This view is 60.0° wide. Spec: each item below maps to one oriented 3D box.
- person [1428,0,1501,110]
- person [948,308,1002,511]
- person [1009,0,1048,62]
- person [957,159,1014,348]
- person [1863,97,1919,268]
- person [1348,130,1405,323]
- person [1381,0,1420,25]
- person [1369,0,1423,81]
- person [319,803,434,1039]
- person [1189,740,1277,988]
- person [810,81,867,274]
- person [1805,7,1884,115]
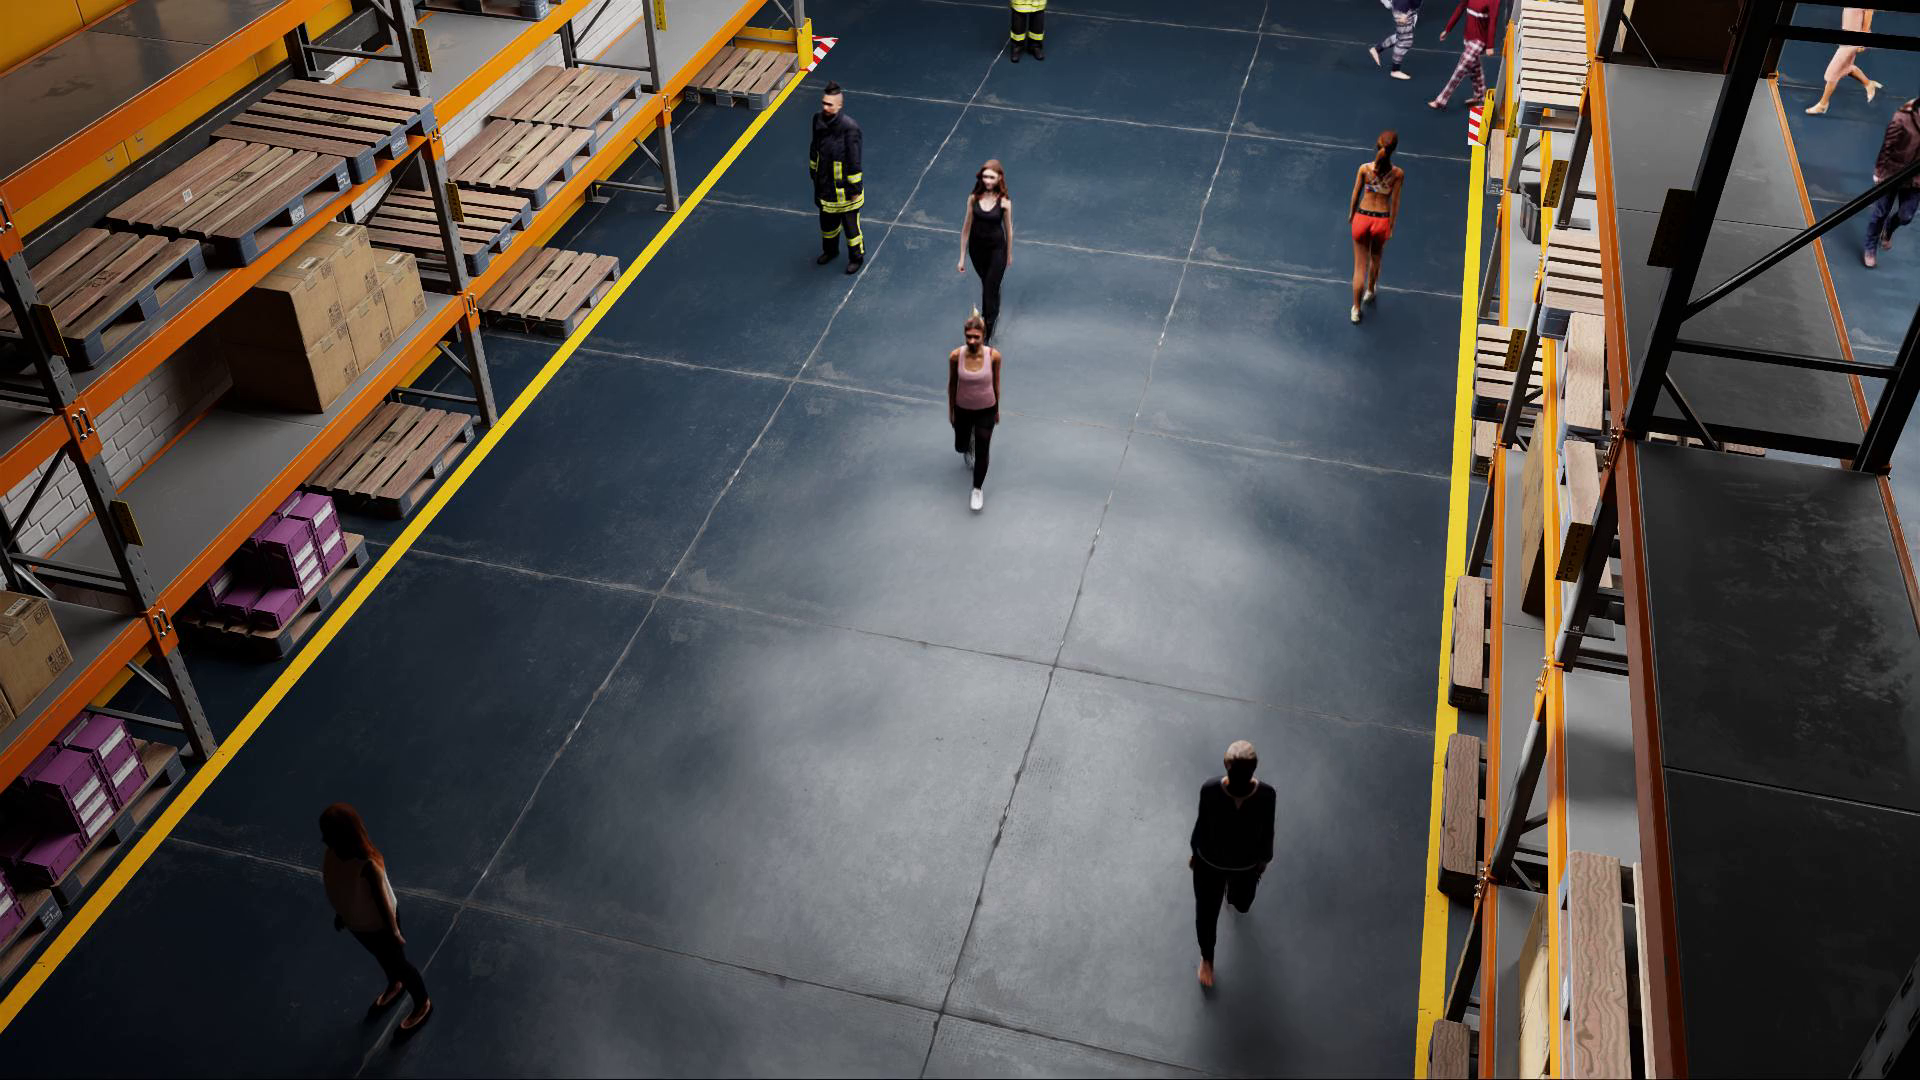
[{"bbox_3d":[5.804,-5.588,18.525,1.151,1.663,1.150,-11,40,-13],"label":"person"},{"bbox_3d":[0.120,-1.061,12.890,0.677,1.623,0.968,2,39,3],"label":"person"},{"bbox_3d":[0.828,-6.600,19.667,0.848,1.821,0.831,-6,39,-7],"label":"person"},{"bbox_3d":[0.276,-2.602,14.759,0.630,1.697,1.109,13,40,15],"label":"person"},{"bbox_3d":[8.948,-3.511,15.785,0.740,1.837,0.751,10,40,12],"label":"person"},{"bbox_3d":[3.678,-2.772,14.916,0.572,1.767,0.836,8,39,10],"label":"person"},{"bbox_3d":[5.643,-7.278,20.549,0.945,1.779,1.145,-5,39,-7],"label":"person"},{"bbox_3d":[5.066,-6.178,19.229,0.805,1.706,0.825,22,43,25],"label":"person"},{"bbox_3d":[-3.164,2.012,8.964,0.639,1.719,0.637,29,47,31],"label":"person"},{"bbox_3d":[1.513,1.713,9.349,0.686,1.706,0.971,5,39,6],"label":"person"},{"bbox_3d":[-1.146,-3.433,15.670,0.836,1.860,0.817,23,44,26],"label":"person"},{"bbox_3d":[9.950,-5.544,18.363,0.863,1.797,1.024,-2,39,-3],"label":"person"}]
